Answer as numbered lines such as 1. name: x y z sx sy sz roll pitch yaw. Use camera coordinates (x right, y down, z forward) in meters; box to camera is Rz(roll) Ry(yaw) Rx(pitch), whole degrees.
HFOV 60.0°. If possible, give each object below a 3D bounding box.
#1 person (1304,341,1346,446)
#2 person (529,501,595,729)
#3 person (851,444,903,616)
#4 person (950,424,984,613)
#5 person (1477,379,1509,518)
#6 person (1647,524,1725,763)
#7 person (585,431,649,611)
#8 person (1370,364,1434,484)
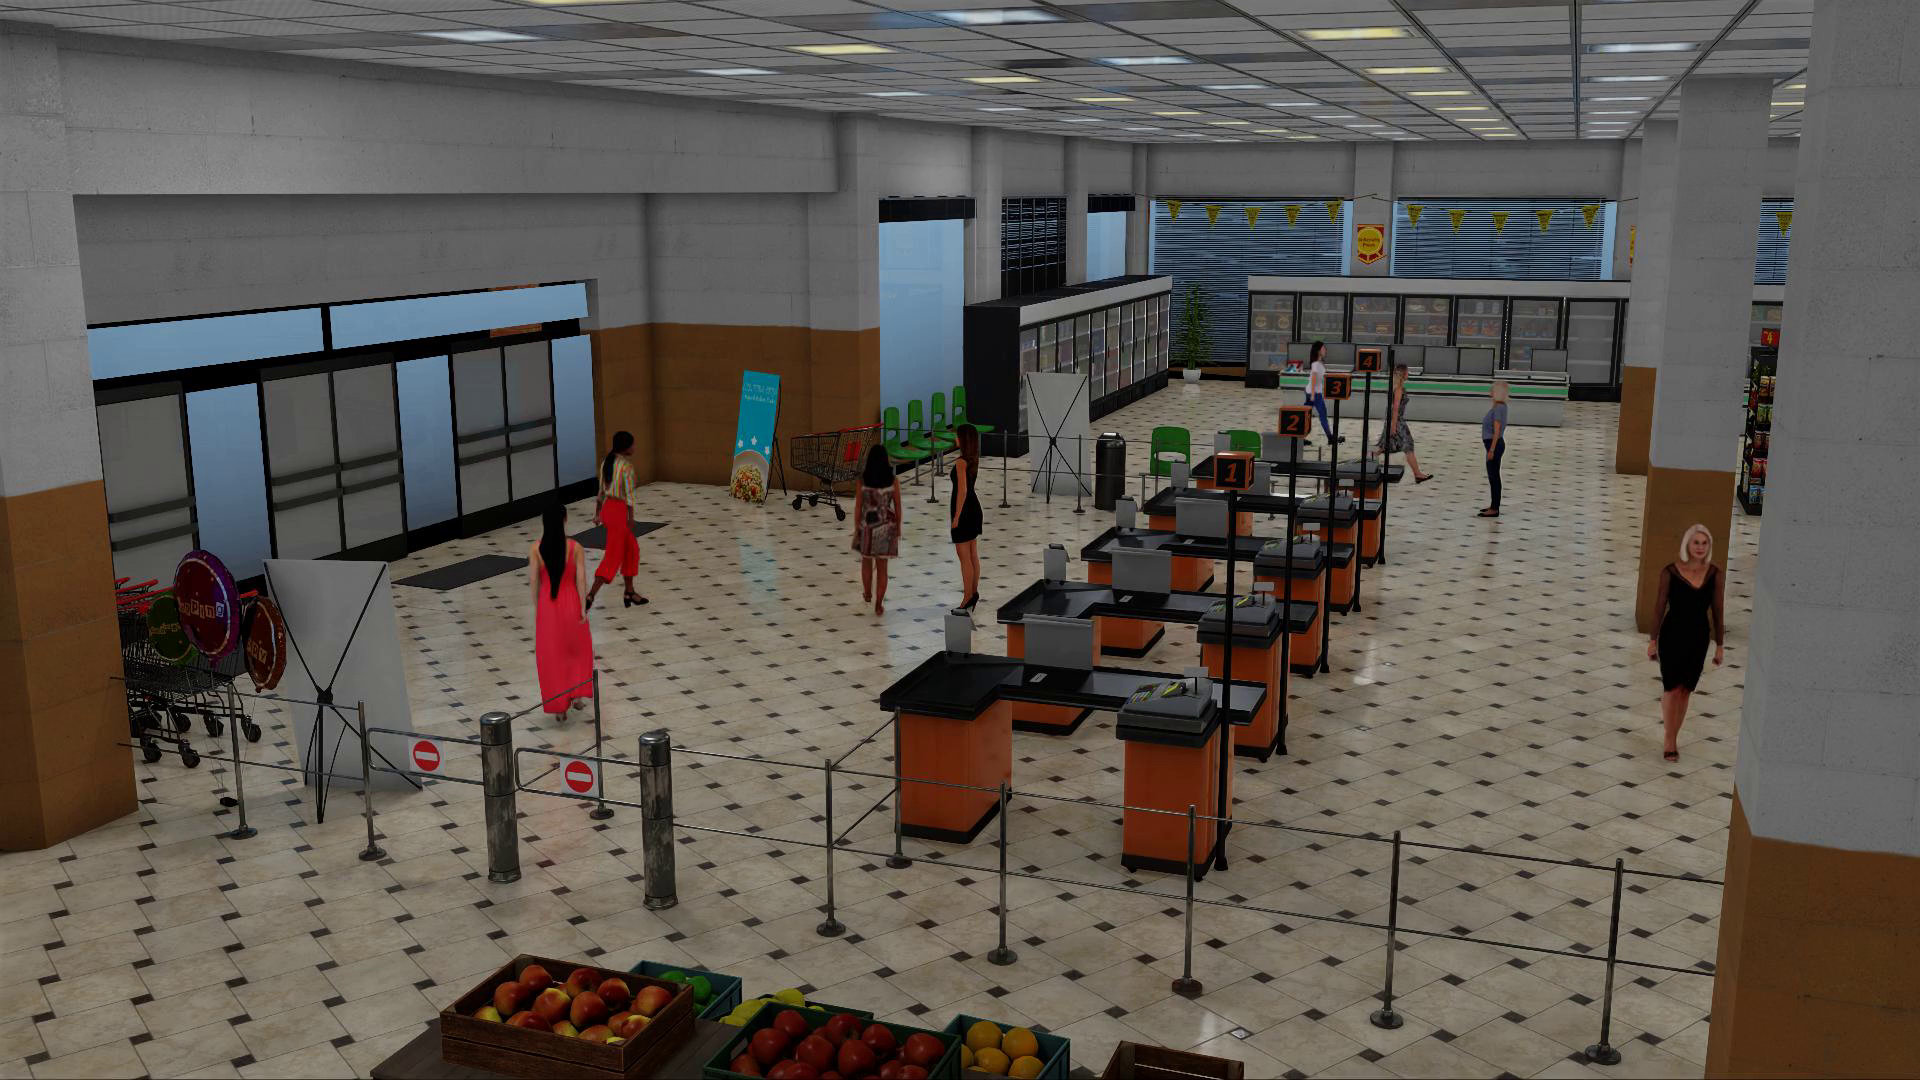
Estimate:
1. person: 5.531 -2.289 26.405 1.058 1.653 0.784 1 12 4
2. person: -3.040 0.582 12.627 0.843 1.711 0.865 -3 12 -13
3. person: -0.795 -0.082 15.997 0.969 1.623 0.936 -1 12 -5
4. person: 0.057 -0.212 16.099 0.505 1.835 0.565 4 13 20
5. person: 6.711 -1.156 20.857 0.512 1.722 0.594 5 13 22
6. person: 5.162 0.722 11.911 0.645 1.734 0.762 1 12 4
7. person: -3.359 -0.129 15.920 1.037 1.745 0.940 10 16 40
8. person: 5.882 -1.543 22.861 1.248 1.654 0.832 0 12 2
